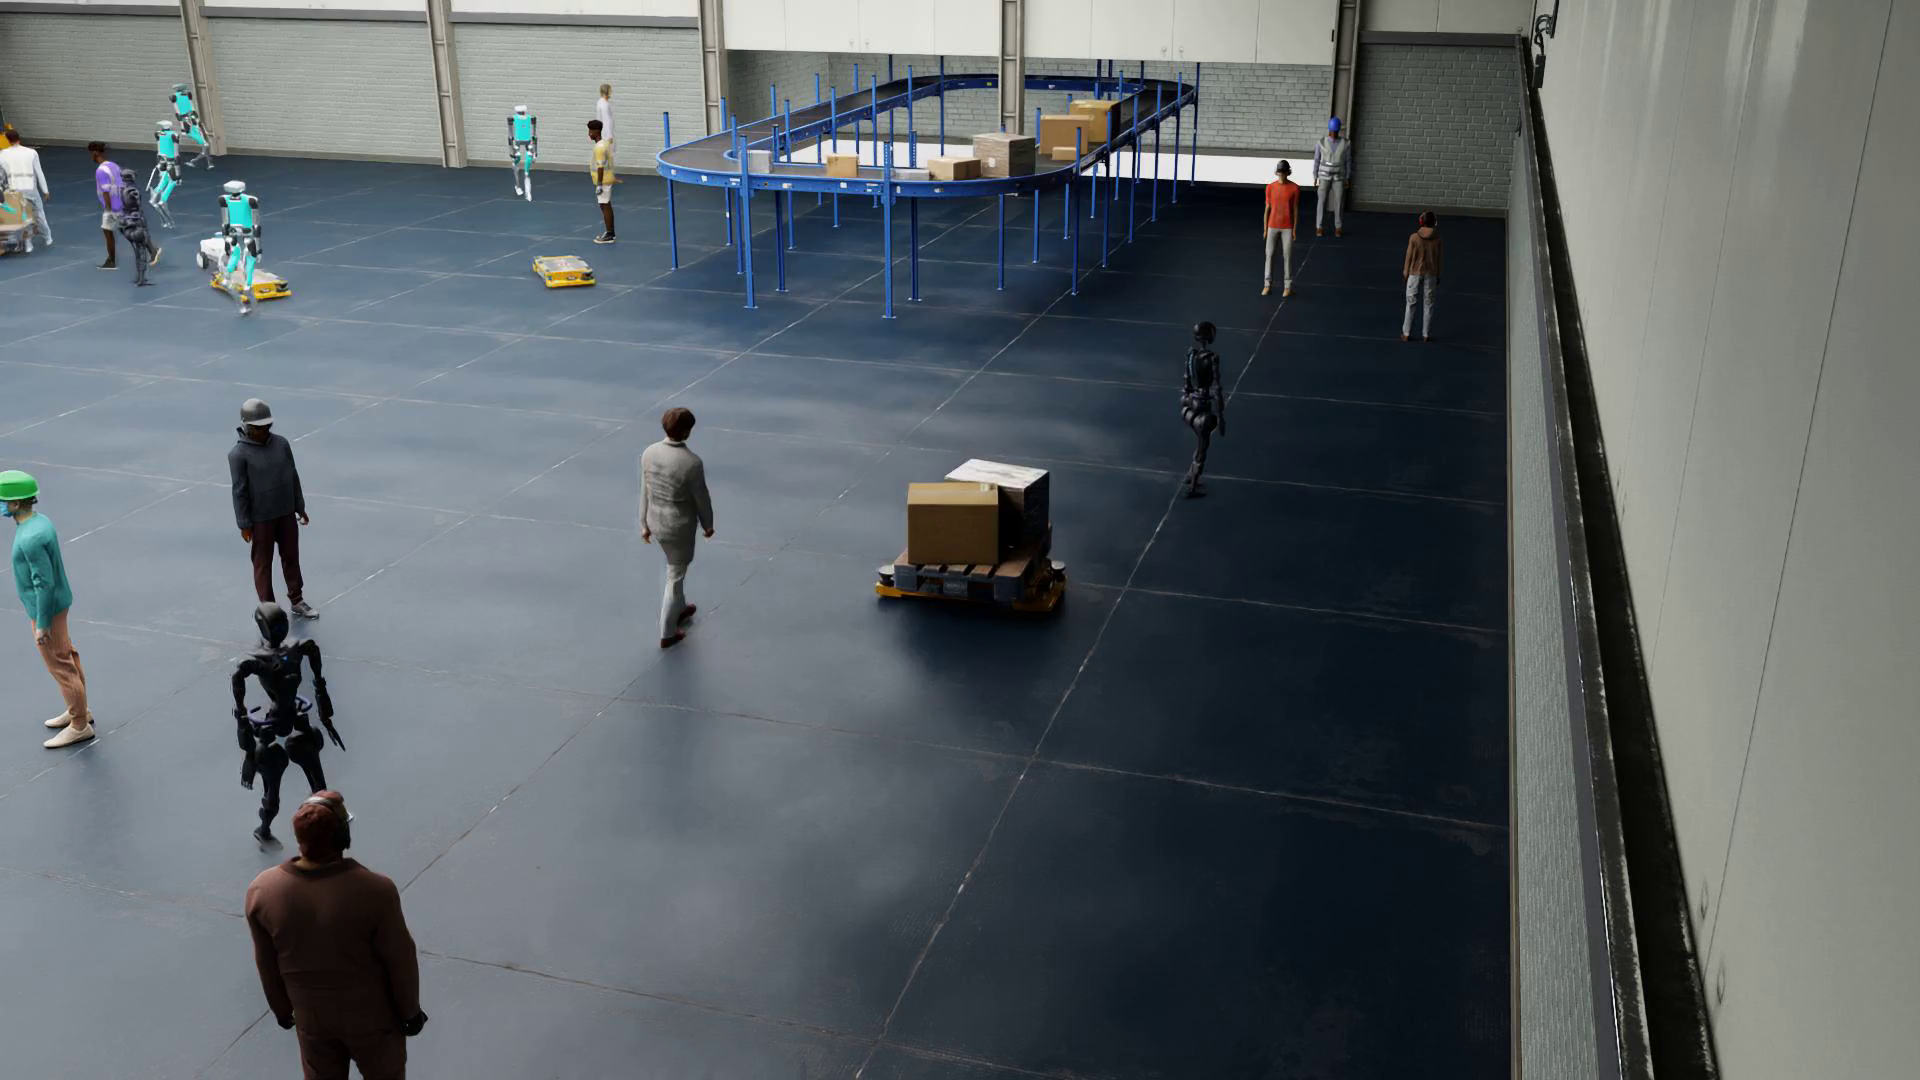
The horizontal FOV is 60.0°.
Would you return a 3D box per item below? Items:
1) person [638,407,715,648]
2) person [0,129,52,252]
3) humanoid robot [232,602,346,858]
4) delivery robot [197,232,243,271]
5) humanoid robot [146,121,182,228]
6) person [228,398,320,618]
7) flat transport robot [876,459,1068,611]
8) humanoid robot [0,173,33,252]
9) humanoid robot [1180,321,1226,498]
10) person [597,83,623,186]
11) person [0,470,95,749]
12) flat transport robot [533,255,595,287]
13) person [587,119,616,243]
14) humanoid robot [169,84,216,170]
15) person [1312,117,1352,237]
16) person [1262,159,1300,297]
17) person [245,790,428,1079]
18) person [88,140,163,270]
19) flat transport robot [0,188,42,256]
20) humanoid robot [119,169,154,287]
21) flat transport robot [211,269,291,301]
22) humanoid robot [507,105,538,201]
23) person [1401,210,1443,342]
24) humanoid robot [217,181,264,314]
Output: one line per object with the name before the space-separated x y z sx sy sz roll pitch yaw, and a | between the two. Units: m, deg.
person | -2.057 -0.128 12.374 0.514 1.809 0.769 11 24 26
person | -14.816 -5.550 26.369 0.666 1.863 0.918 -6 22 -15
humanoid robot | -3.829 1.100 9.440 0.791 1.627 0.601 16 26 36
delivery robot | -11.103 -4.308 24.977 0.814 0.611 0.499 20 28 41
humanoid robot | -13.465 -6.111 28.049 0.533 1.823 0.693 11 24 26
person | -5.211 -0.206 12.579 0.380 1.806 0.548 15 26 34
flat transport robot | 0.102 0.310 13.374 1.431 0.231 0.659 6 22 14
humanoid robot | -14.943 -5.375 26.150 0.760 1.825 0.534 -7 22 -17
humanoid robot | 2.231 -1.208 15.351 0.362 1.647 0.601 -10 23 -24
person | -6.839 -7.865 32.277 0.422 1.932 0.648 -4 21 -10
person | -5.955 0.440 10.804 0.354 1.872 0.529 -9 23 -22
flat transport robot | -5.828 -3.949 24.421 0.659 0.231 1.431 -9 23 -21
person | -5.781 -5.799 26.874 0.372 1.959 0.602 -2 21 -4
humanoid robot | -15.510 -8.382 33.875 1.014 1.725 0.536 7 22 18
person | 6.104 -5.960 27.331 0.616 1.932 0.416 3 21 7
person | 4.461 -4.336 23.170 0.472 1.902 0.425 5 22 14
person | -2.551 1.913 6.943 0.650 1.905 0.406 1 21 3
person | -12.581 -5.007 24.884 0.859 1.930 0.620 -2 21 -5
flat transport robot | -15.293 -4.665 26.278 0.659 0.231 1.431 -3 21 -7
humanoid robot | -11.872 -4.493 23.881 0.590 1.638 0.369 16 26 35
flat transport robot | -10.061 -3.619 23.565 0.659 0.231 1.431 -17 27 -37
humanoid robot | -8.173 -7.207 30.901 0.531 1.782 0.997 -10 23 -25
person | 5.787 -3.293 20.801 0.464 1.647 0.318 3 21 8
humanoid robot | -9.564 -3.775 21.997 0.546 1.839 0.711 2 21 6
